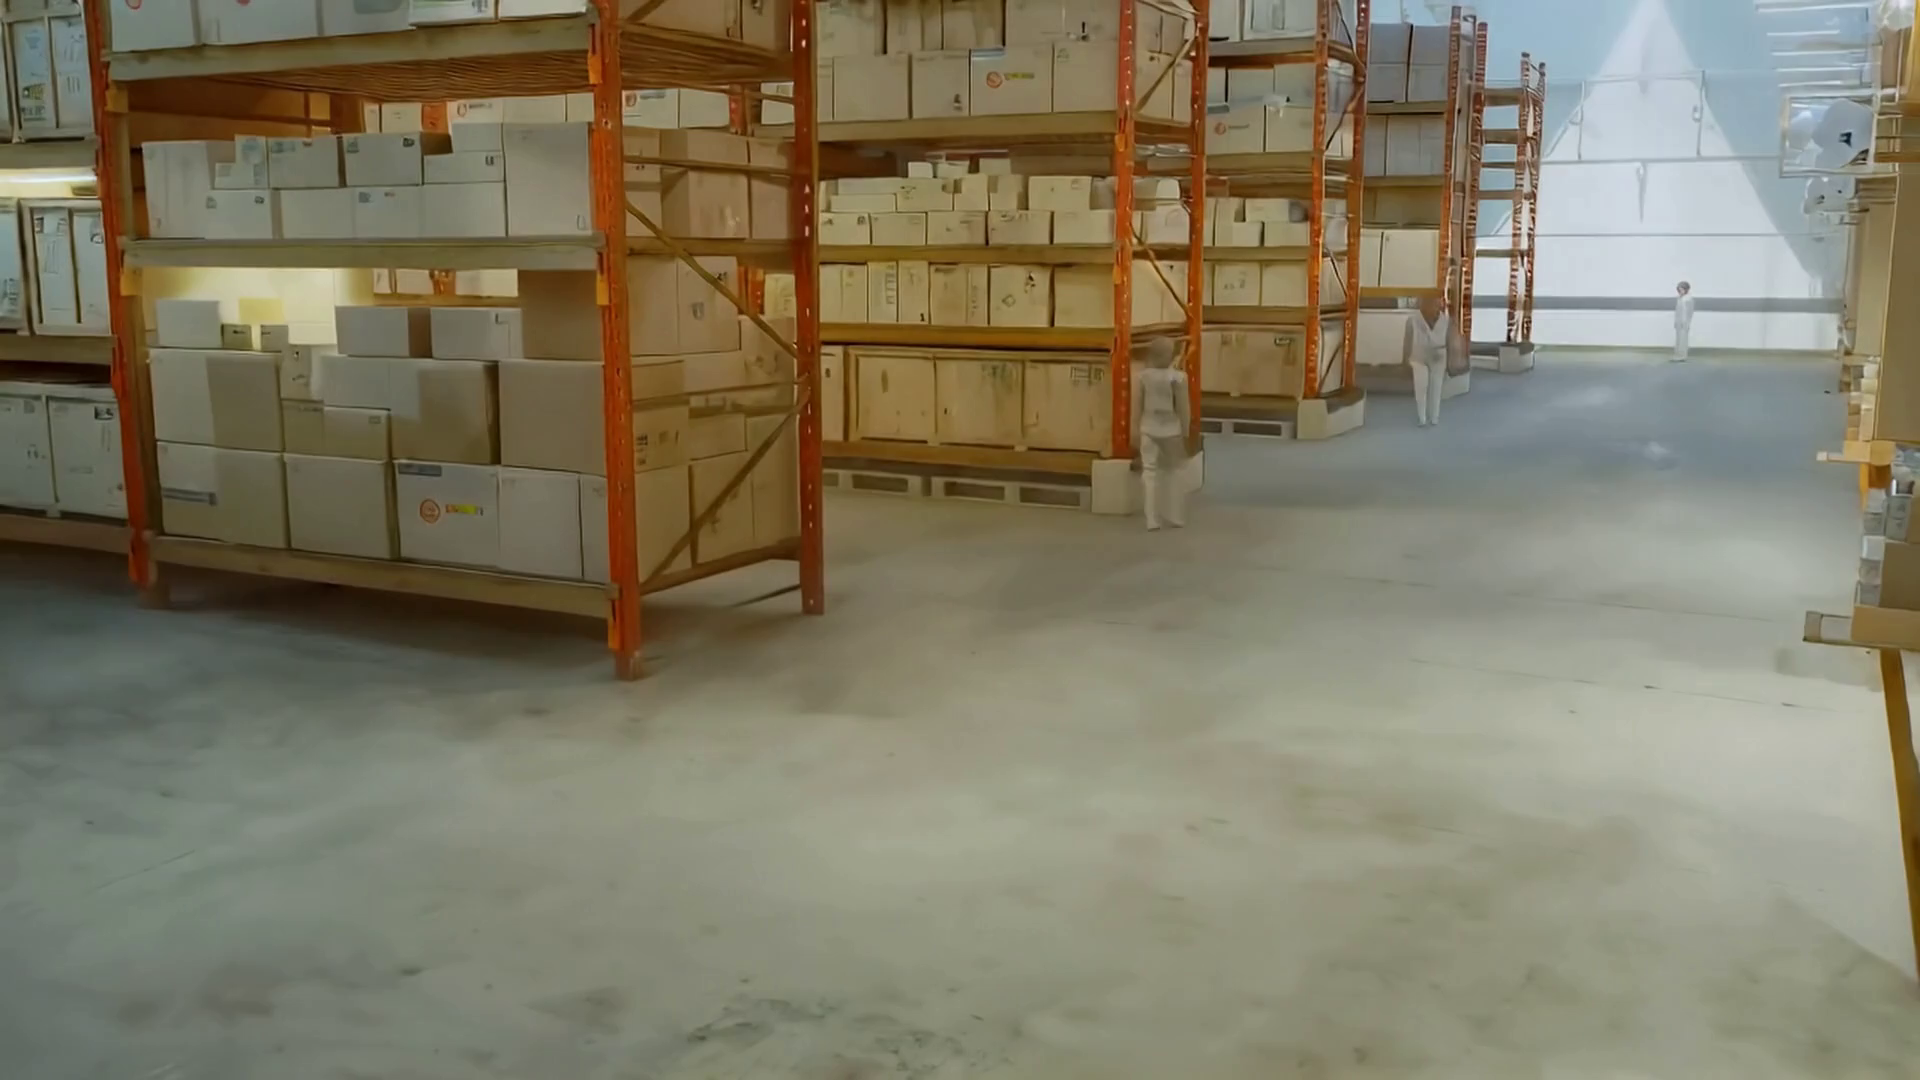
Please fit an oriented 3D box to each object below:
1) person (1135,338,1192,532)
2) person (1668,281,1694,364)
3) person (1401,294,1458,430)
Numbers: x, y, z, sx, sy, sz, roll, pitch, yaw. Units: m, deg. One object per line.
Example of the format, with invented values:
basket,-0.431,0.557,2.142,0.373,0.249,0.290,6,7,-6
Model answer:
person,1.733,-0.890,14.024,0.539,1.615,0.606,5,11,29
person,15.244,-4.600,35.143,0.339,1.748,0.567,-1,10,-8
person,6.240,-2.359,22.073,0.711,1.776,0.967,2,10,12
